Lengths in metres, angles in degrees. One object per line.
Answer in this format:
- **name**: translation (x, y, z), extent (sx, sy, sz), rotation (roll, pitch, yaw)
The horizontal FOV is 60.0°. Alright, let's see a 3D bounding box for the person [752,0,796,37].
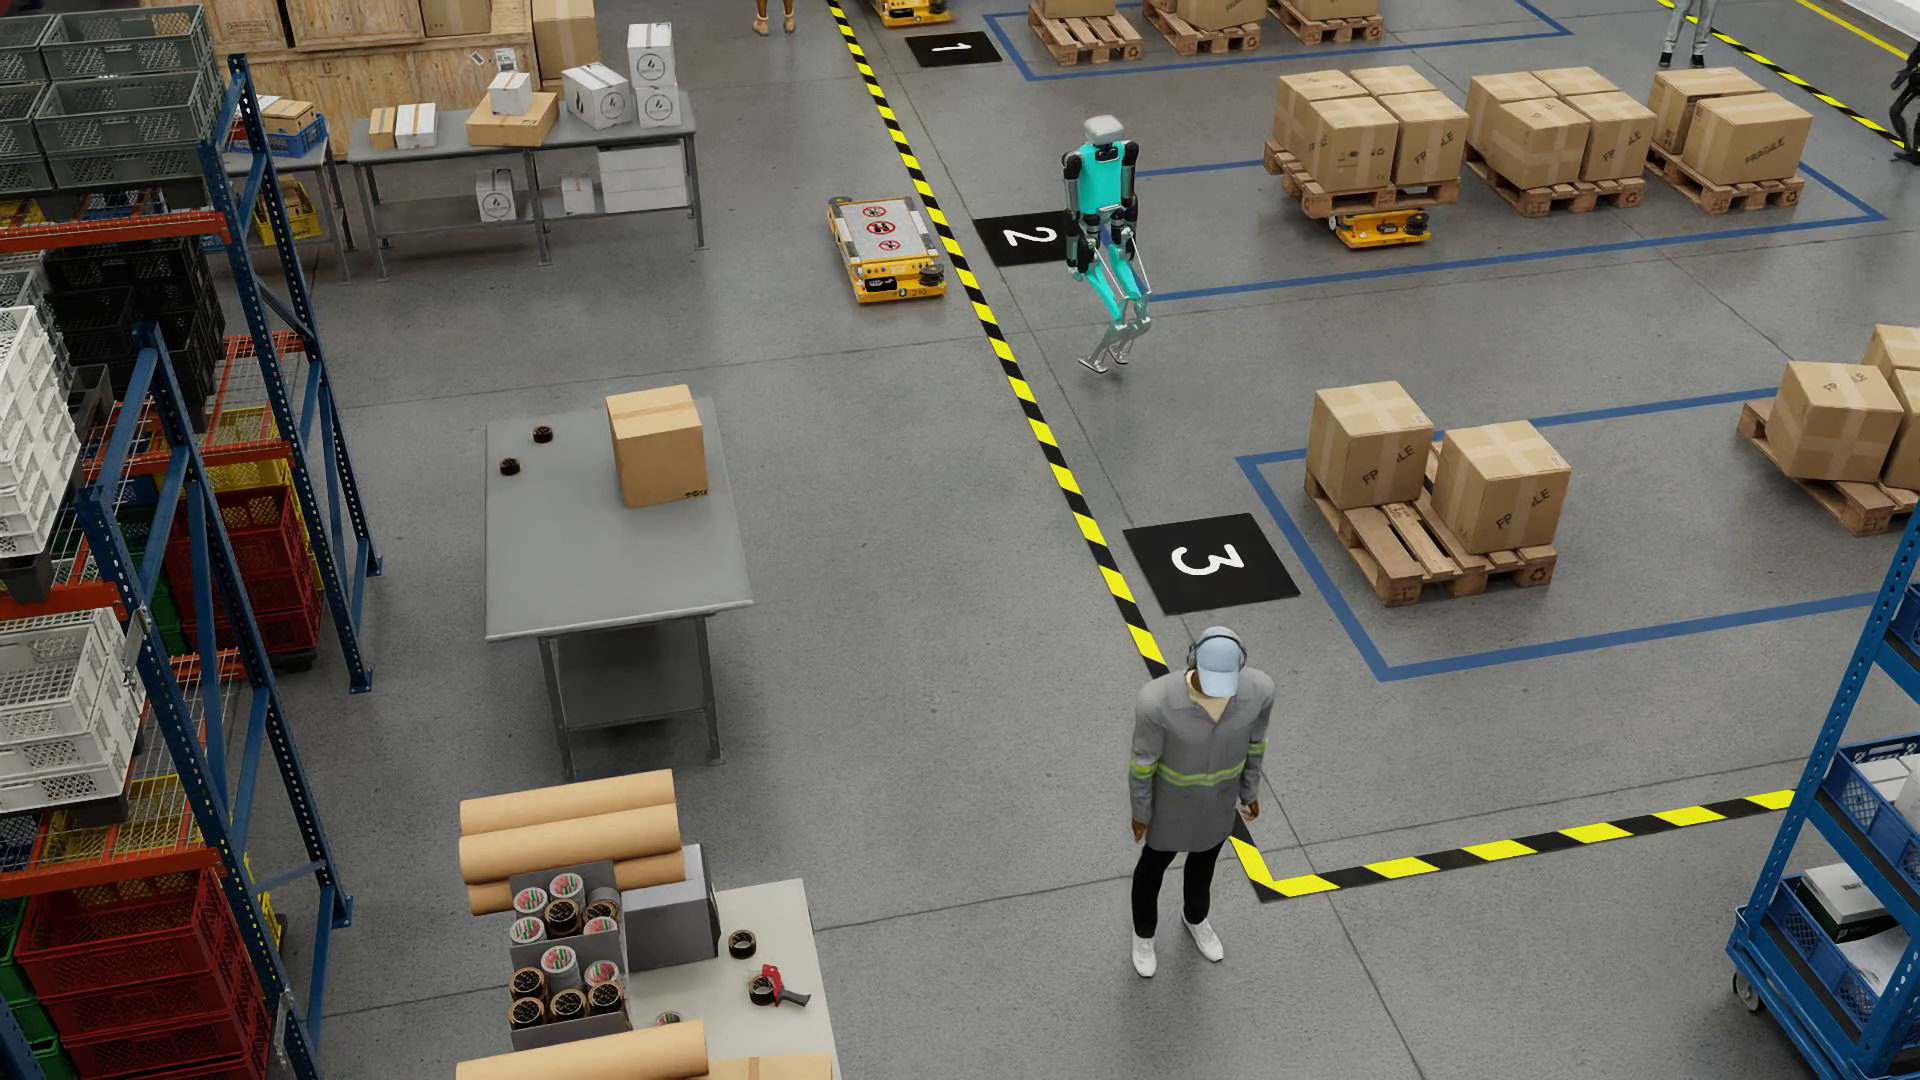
- **person**: translation (-1.859, -5.882, 15.979), extent (0.606, 2.040, 0.375), rotation (-10, 38, -14)

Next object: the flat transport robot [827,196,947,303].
- **flat transport robot**: translation (-0.570, -2.220, 12.538), extent (0.659, 0.231, 1.431), rotation (-8, 37, -10)

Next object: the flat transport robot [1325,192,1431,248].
- **flat transport robot**: translation (3.134, -2.740, 13.213), extent (0.652, 0.197, 1.431), rotation (-8, 37, -10)

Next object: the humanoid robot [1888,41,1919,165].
- **humanoid robot**: translation (7.953, -3.877, 13.582), extent (0.601, 1.644, 0.335), rotation (-14, 39, -18)

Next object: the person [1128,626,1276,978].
- **person**: translation (0.969, 1.067, 6.799), extent (0.588, 1.846, 0.407), rotation (-8, 37, -10)

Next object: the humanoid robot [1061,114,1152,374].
- **humanoid robot**: translation (1.002, -1.820, 10.654), extent (0.533, 1.681, 0.735), rotation (-17, 40, -22)

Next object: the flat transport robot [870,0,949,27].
- **flat transport robot**: translation (-0.614, -5.639, 17.109), extent (0.652, 0.197, 1.431), rotation (-10, 38, -13)

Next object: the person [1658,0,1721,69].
- **person**: translation (6.889, -5.268, 15.325), extent (0.602, 1.827, 0.404), rotation (8, 37, 11)
